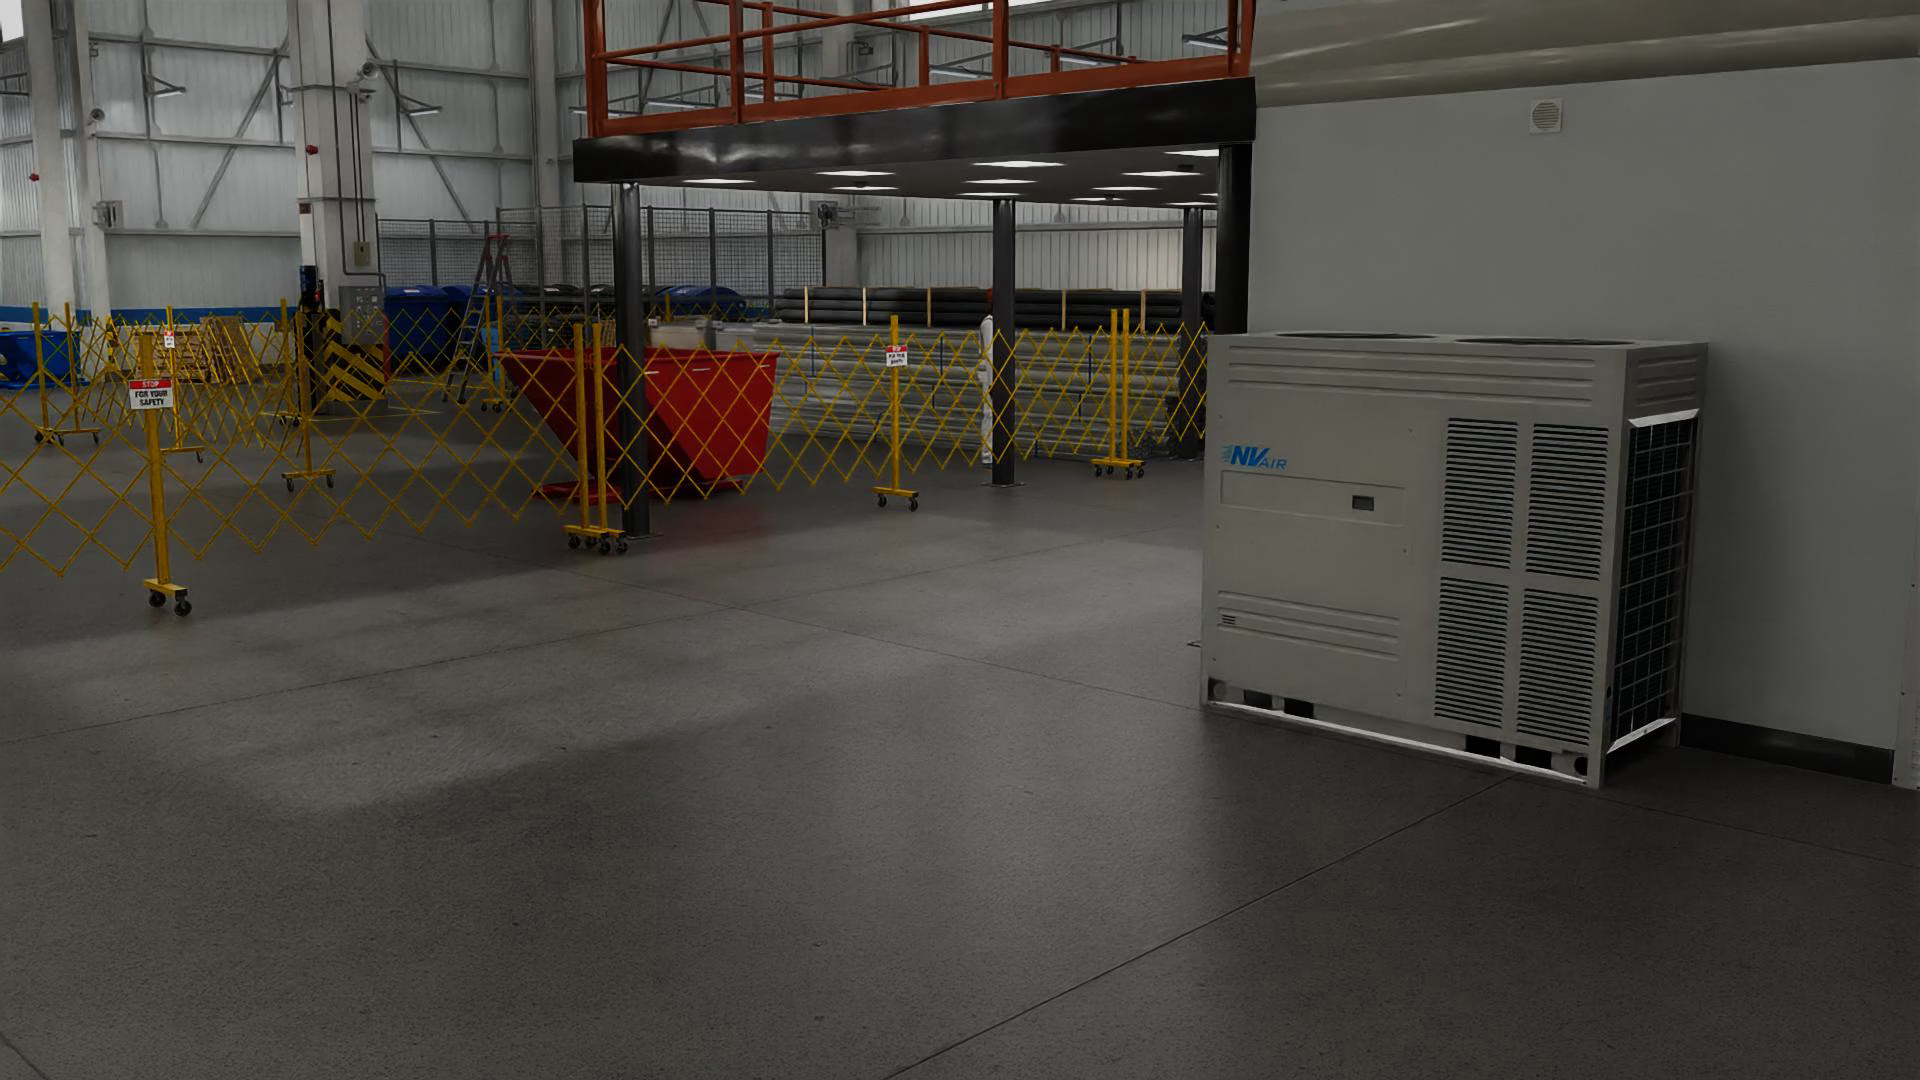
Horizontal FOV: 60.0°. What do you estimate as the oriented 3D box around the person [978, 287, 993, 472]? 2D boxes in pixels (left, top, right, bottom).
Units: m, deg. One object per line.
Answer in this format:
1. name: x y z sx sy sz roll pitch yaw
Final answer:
1. person: 0.361 -1.633 17.004 0.342 1.882 0.587 1 9 8
